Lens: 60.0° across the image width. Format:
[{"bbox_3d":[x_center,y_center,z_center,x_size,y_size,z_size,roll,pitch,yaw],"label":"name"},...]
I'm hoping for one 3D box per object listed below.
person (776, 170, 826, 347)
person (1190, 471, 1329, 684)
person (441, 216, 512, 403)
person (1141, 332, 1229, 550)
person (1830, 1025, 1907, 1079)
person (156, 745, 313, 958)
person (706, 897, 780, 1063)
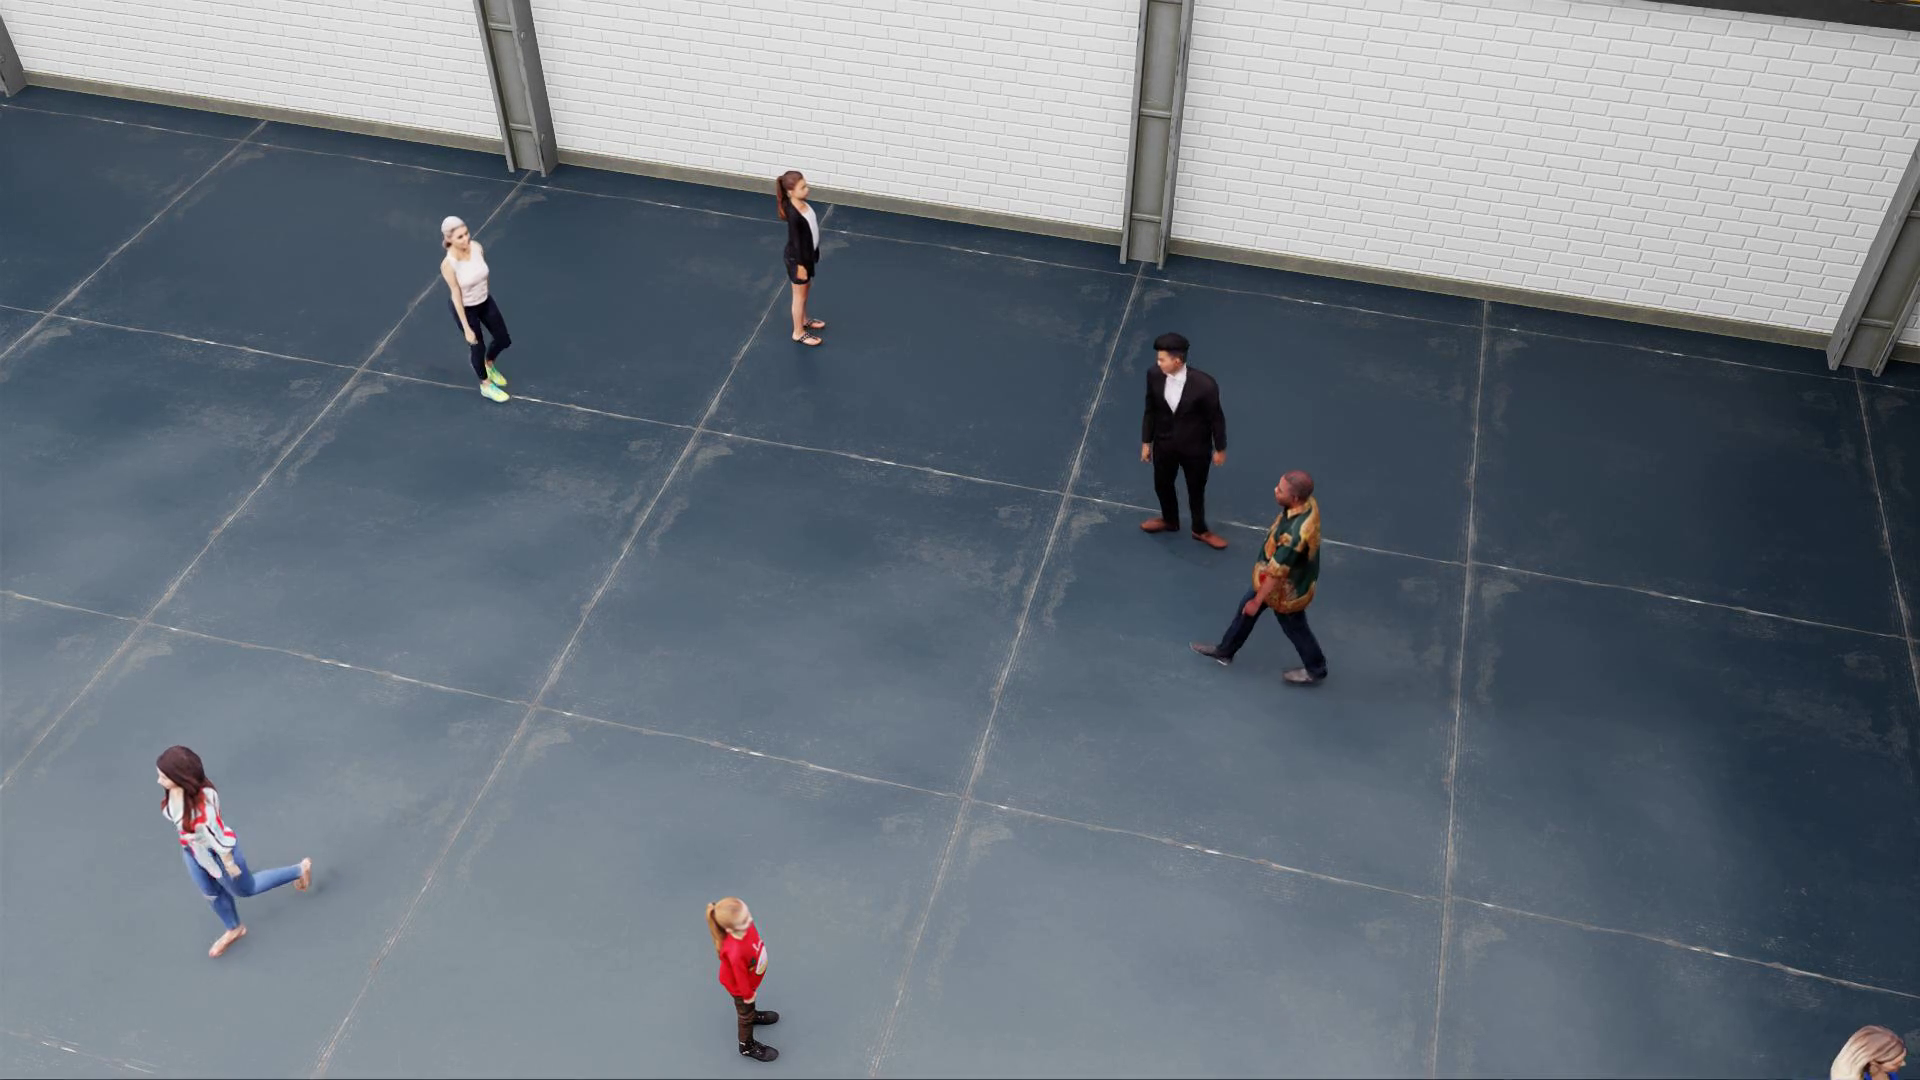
[{"bbox_3d":[-1.316,-2.342,13.657,0.568,1.555,0.564,6,44,6],"label":"person"},{"bbox_3d":[2.174,0.304,10.729,1.188,1.761,0.759,7,44,7],"label":"person"},{"bbox_3d":[-3.862,-1.804,12.994,0.726,1.689,0.690,22,48,22],"label":"person"},{"bbox_3d":[1.644,-0.688,11.705,0.647,1.851,0.990,13,45,13],"label":"person"},{"bbox_3d":[4.160,2.821,8.157,1.203,1.665,0.913,27,50,25],"label":"person"},{"bbox_3d":[-4.146,1.692,9.393,0.975,1.596,0.890,29,51,27],"label":"person"},{"bbox_3d":[-1.163,2.334,8.947,0.584,1.281,0.554,-2,44,-2],"label":"person"}]
